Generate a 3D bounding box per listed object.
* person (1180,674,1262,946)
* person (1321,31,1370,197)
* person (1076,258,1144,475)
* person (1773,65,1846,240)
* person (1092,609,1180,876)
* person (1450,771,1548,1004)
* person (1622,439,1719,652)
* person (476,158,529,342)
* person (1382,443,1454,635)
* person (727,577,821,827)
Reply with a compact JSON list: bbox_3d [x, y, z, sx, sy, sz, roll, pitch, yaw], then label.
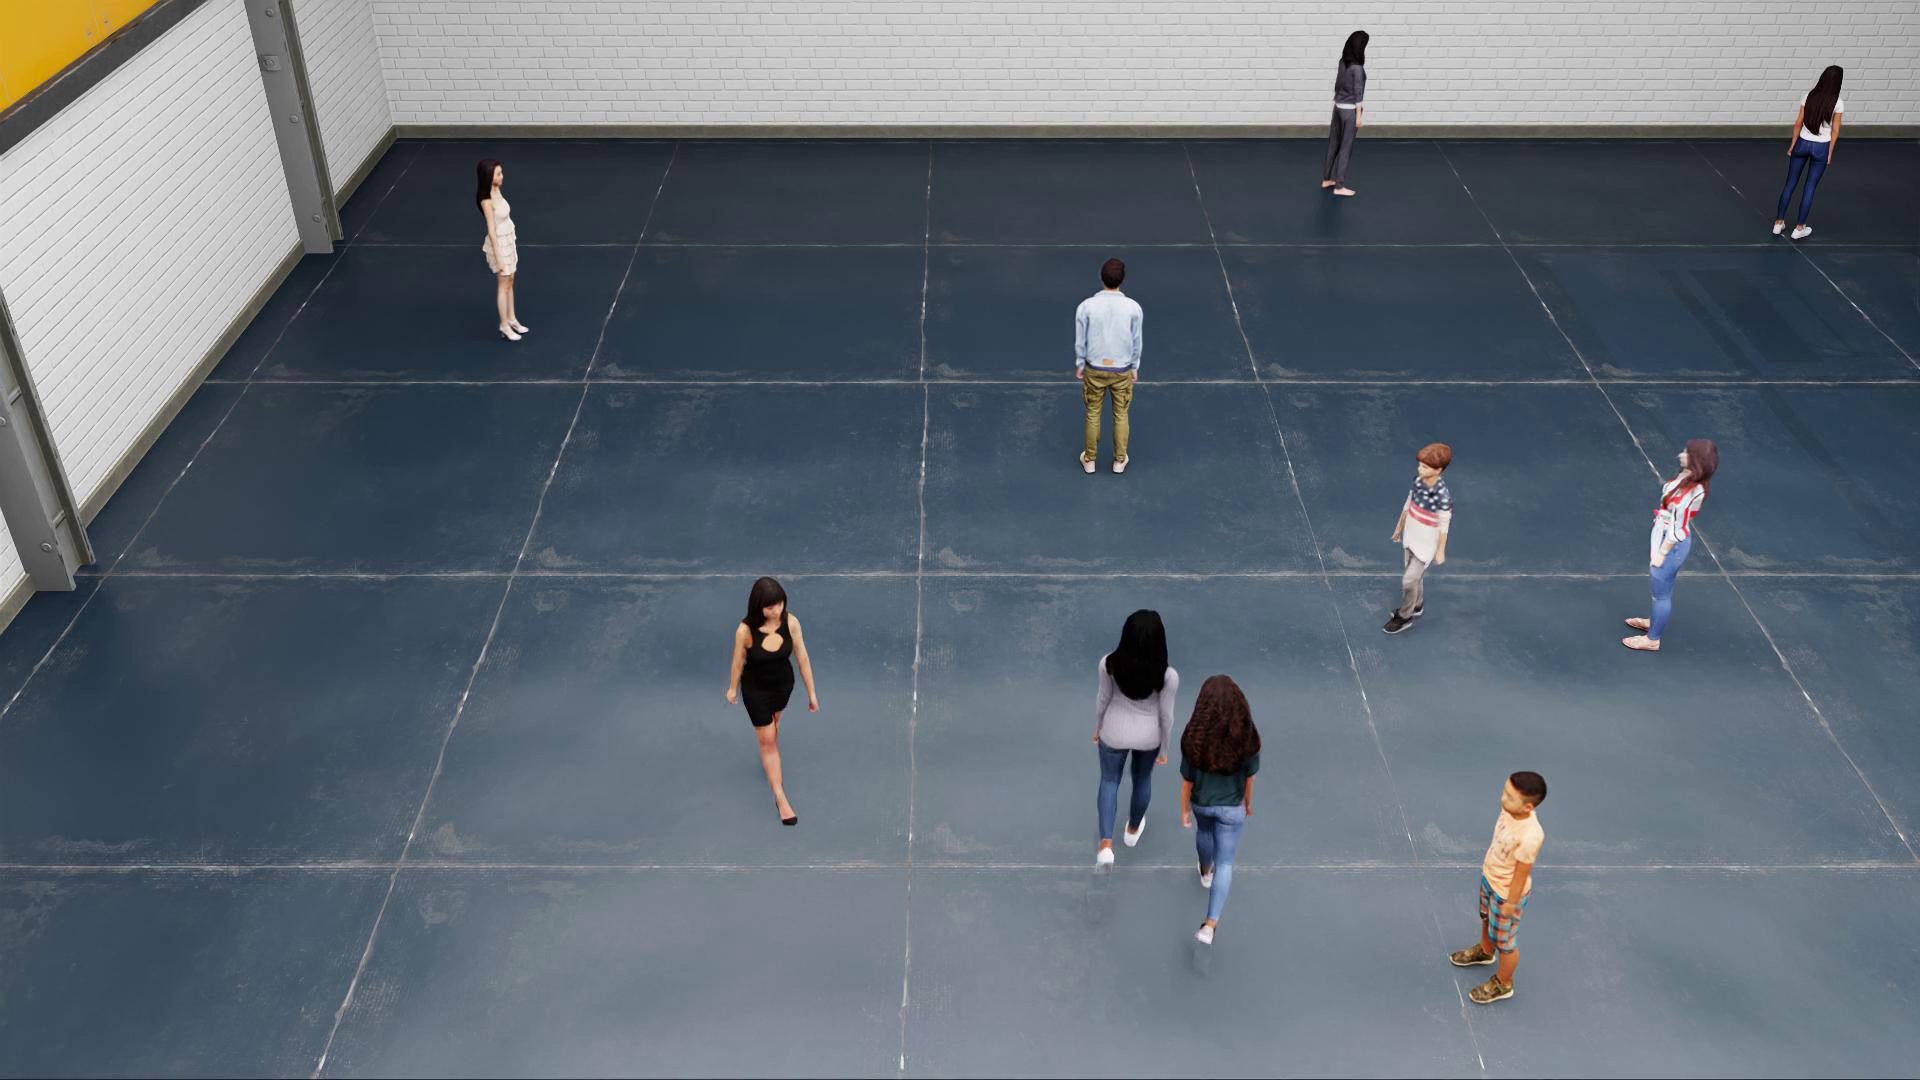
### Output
[{"bbox_3d":[1.398,1.474,9.007,0.719,1.584,1.102,6,34,9],"label":"person"},{"bbox_3d":[4.188,-4.639,18.042,0.725,1.762,0.573,-12,35,-17],"label":"person"},{"bbox_3d":[1.166,-1.353,13.053,0.678,1.812,0.561,1,34,2],"label":"person"},{"bbox_3d":[8.715,-3.980,17.041,0.723,1.774,0.657,-28,43,-35],"label":"person"},{"bbox_3d":[0.943,1.169,9.343,0.754,1.720,1.013,8,34,12],"label":"person"},{"bbox_3d":[2.854,1.779,8.662,0.598,1.458,0.440,-3,34,-5],"label":"person"},{"bbox_3d":[4.783,0.020,11.169,0.718,1.612,0.585,14,36,20],"label":"person"},{"bbox_3d":[-4.167,-2.623,15.033,0.617,1.736,0.438,0,34,1],"label":"person"},{"bbox_3d":[3.226,-0.038,11.422,0.729,1.428,0.682,-13,36,-19],"label":"person"},{"bbox_3d":[-1.177,0.846,9.927,0.907,1.611,1.104,-15,37,-22],"label":"person"}]
